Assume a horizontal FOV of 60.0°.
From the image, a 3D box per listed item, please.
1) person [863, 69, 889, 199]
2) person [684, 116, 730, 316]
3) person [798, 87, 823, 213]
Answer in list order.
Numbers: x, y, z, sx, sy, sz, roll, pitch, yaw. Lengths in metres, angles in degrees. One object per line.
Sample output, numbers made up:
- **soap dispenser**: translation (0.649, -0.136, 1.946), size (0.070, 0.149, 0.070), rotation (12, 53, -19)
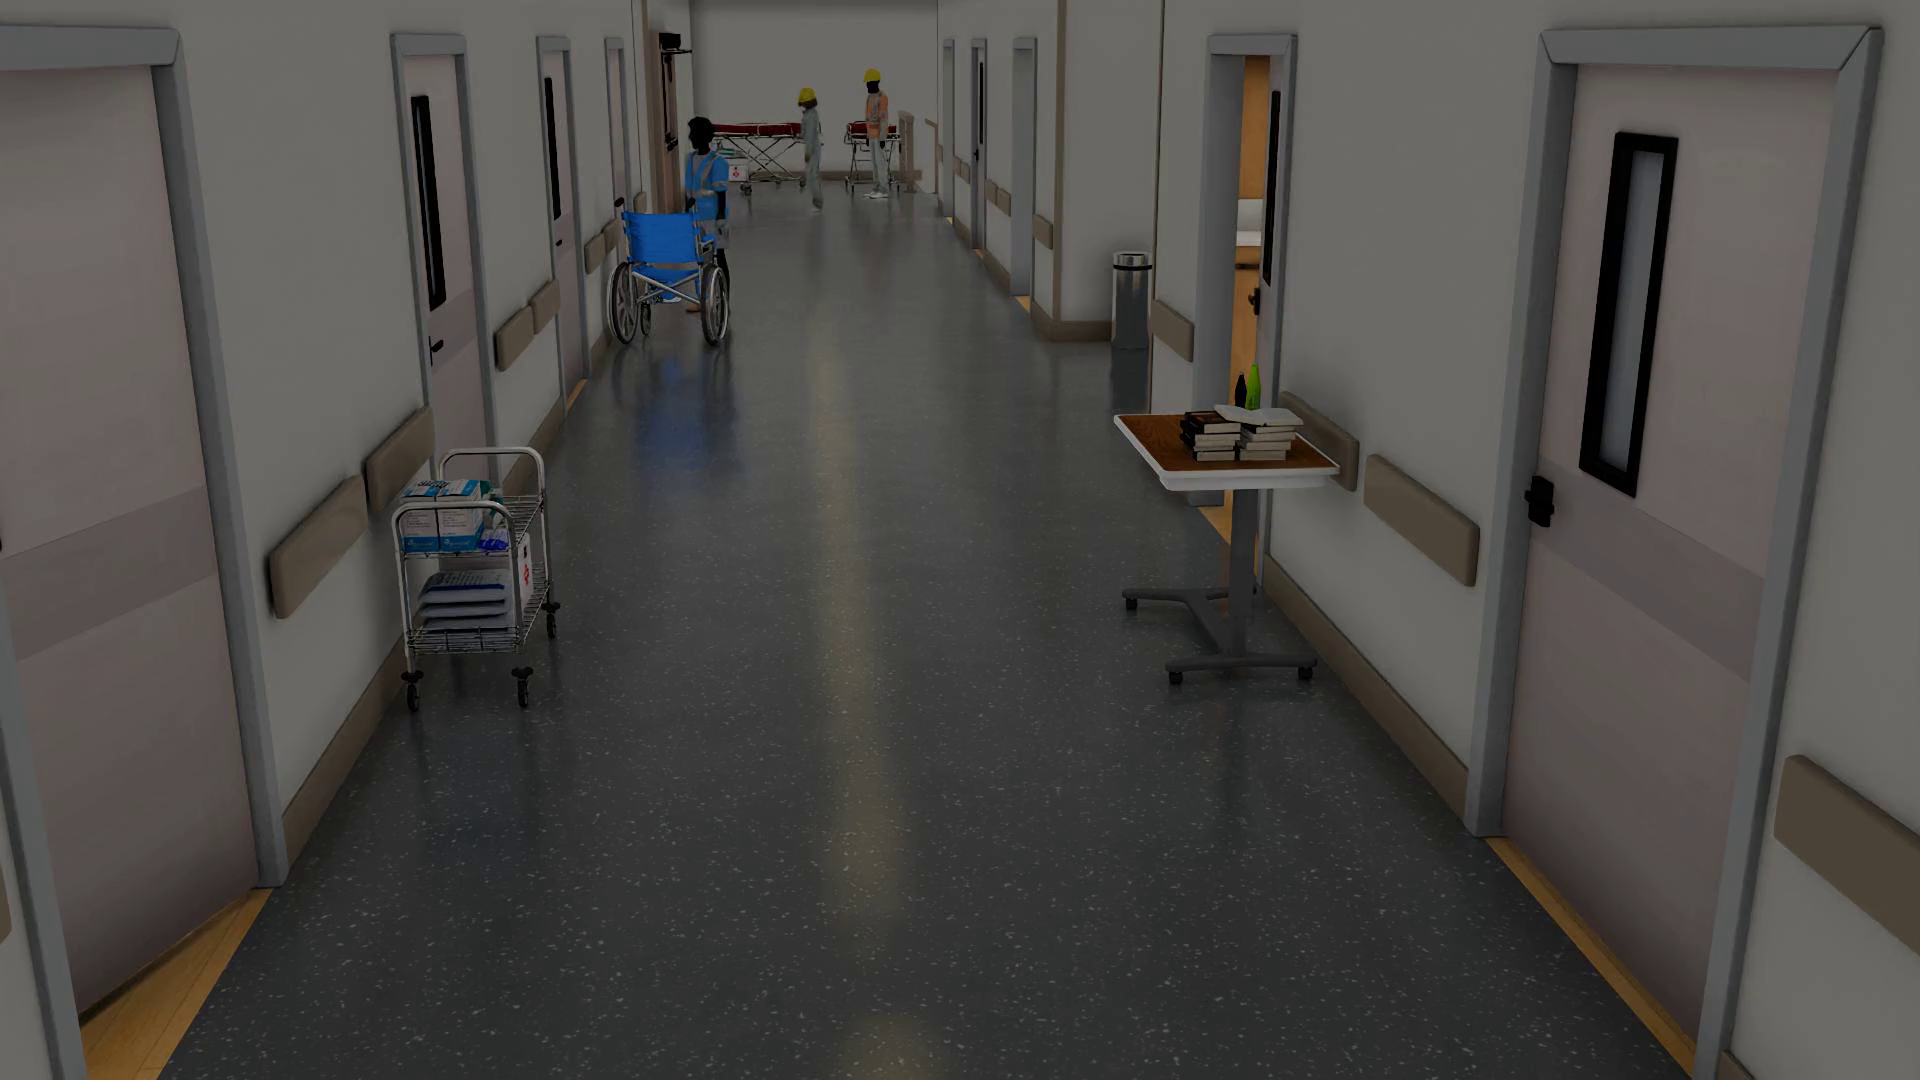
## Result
- **person**: translation (-1.285, -6.157, 25.245), size (0.393, 1.918, 0.585), rotation (-8, 18, -24)
- **person**: translation (-2.187, -2.790, 14.372), size (0.536, 1.698, 0.319), rotation (16, 23, 42)
- **person**: translation (-2.077, -5.424, 23.165), size (0.310, 1.708, 0.669), rotation (-1, 17, -3)
